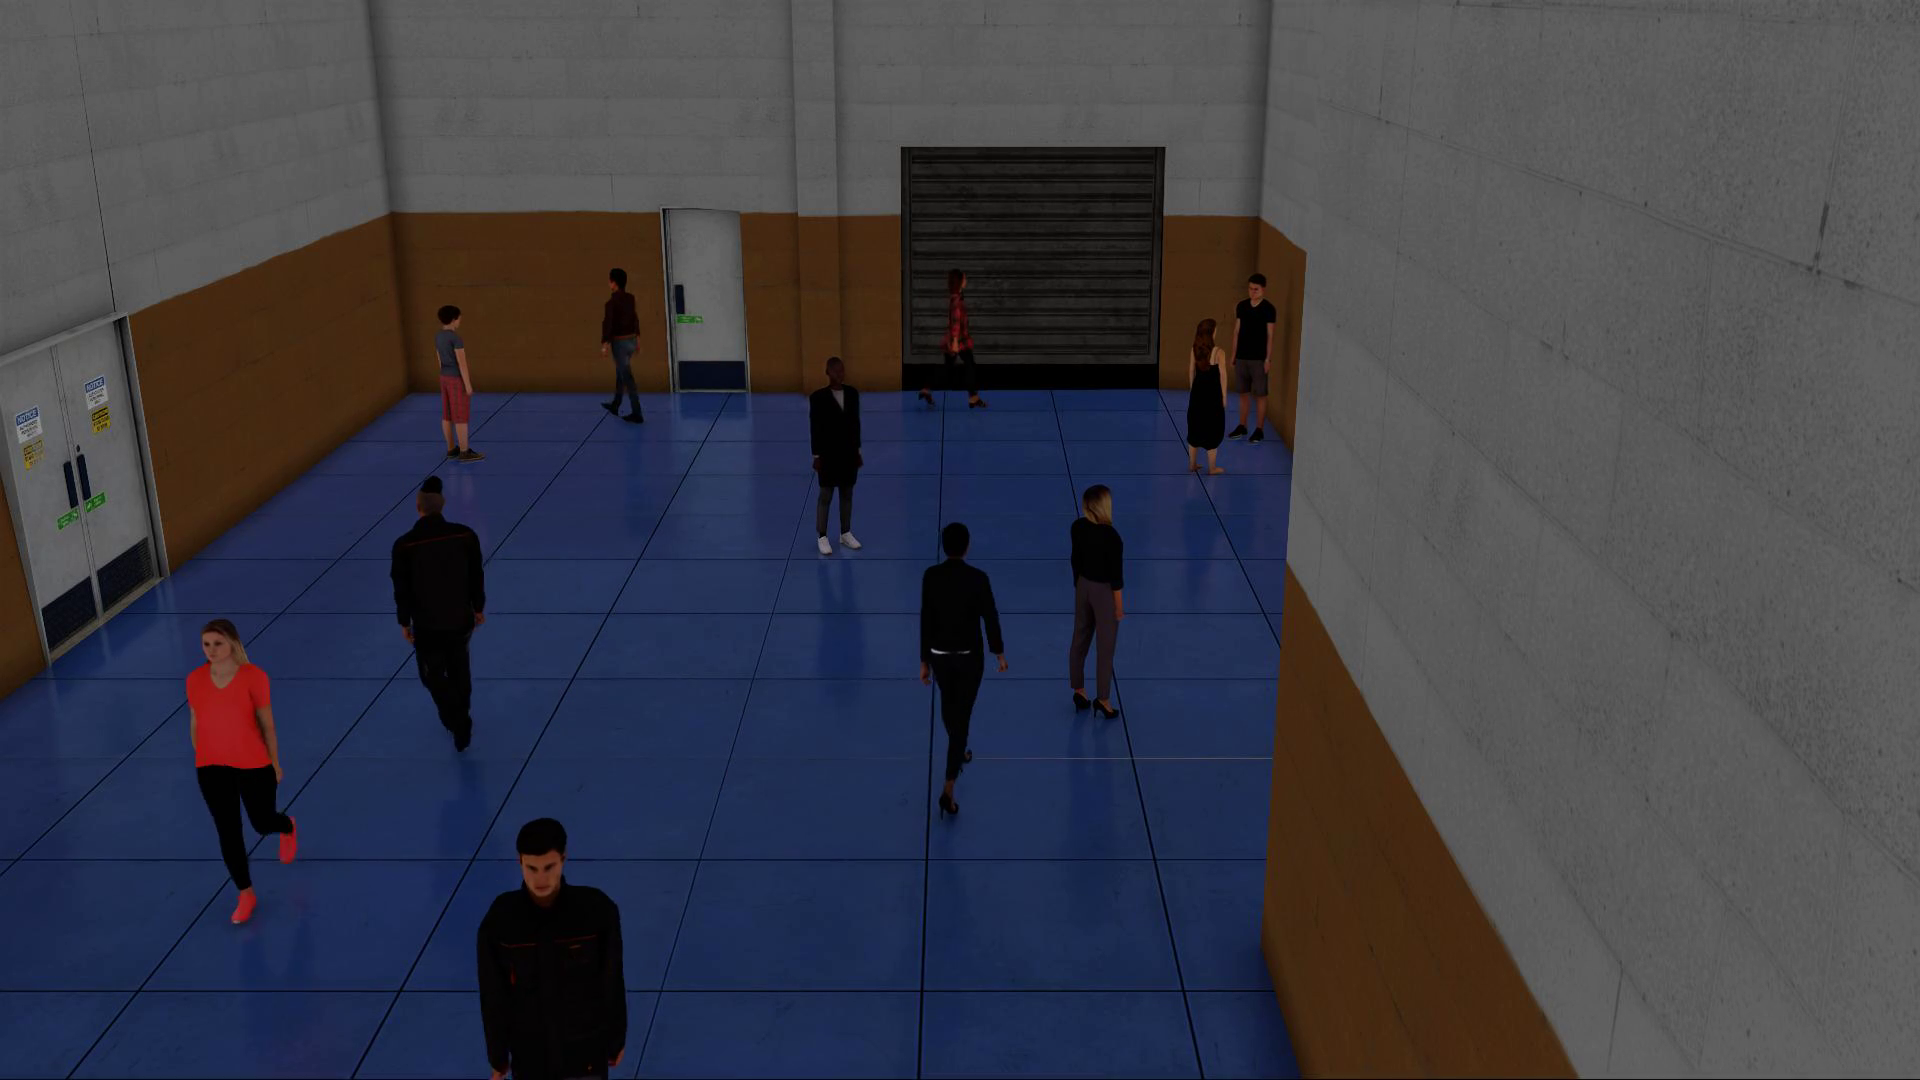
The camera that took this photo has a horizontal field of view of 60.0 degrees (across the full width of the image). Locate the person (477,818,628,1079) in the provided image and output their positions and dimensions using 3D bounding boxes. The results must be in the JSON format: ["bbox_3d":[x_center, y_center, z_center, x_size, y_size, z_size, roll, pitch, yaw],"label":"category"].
[{"bbox_3d":[-1.575,1.938,6.552,1.148,1.908,0.846,-2,19,-5],"label":"person"}]

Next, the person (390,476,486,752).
[{"bbox_3d":[-3.356,0.501,10.881,1.118,1.842,1.136,-13,22,-33],"label":"person"}]

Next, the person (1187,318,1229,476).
[{"bbox_3d":[2.535,-1.484,17.144,0.662,1.624,0.737,13,23,34],"label":"person"}]

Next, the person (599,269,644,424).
[{"bbox_3d":[-3.798,-2.212,19.092,1.052,1.760,0.919,9,21,25],"label":"person"}]

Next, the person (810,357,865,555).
[{"bbox_3d":[-1.097,-0.769,14.812,0.678,1.760,0.793,-11,22,-30],"label":"person"}]

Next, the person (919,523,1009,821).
[{"bbox_3d":[-0.045,0.821,10.033,1.064,1.802,0.942,8,20,22],"label":"person"}]

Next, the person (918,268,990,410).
[{"bbox_3d":[-0.116,-2.340,19.612,1.066,1.670,0.651,-1,19,-4],"label":"person"}]

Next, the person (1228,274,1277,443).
[{"bbox_3d":[3.258,-2.033,18.402,0.742,1.862,0.814,16,24,39],"label":"person"}]

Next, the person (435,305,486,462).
[{"bbox_3d":[-5.369,-1.670,17.634,0.644,1.651,0.723,14,23,36],"label":"person"}]

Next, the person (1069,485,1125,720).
[{"bbox_3d":[0.931,0.422,11.420,0.727,1.672,0.675,-16,25,-40],"label":"person"}]

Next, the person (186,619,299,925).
[{"bbox_3d":[-3.905,1.213,9.065,0.858,1.676,0.663,-1,19,-2],"label":"person"}]
